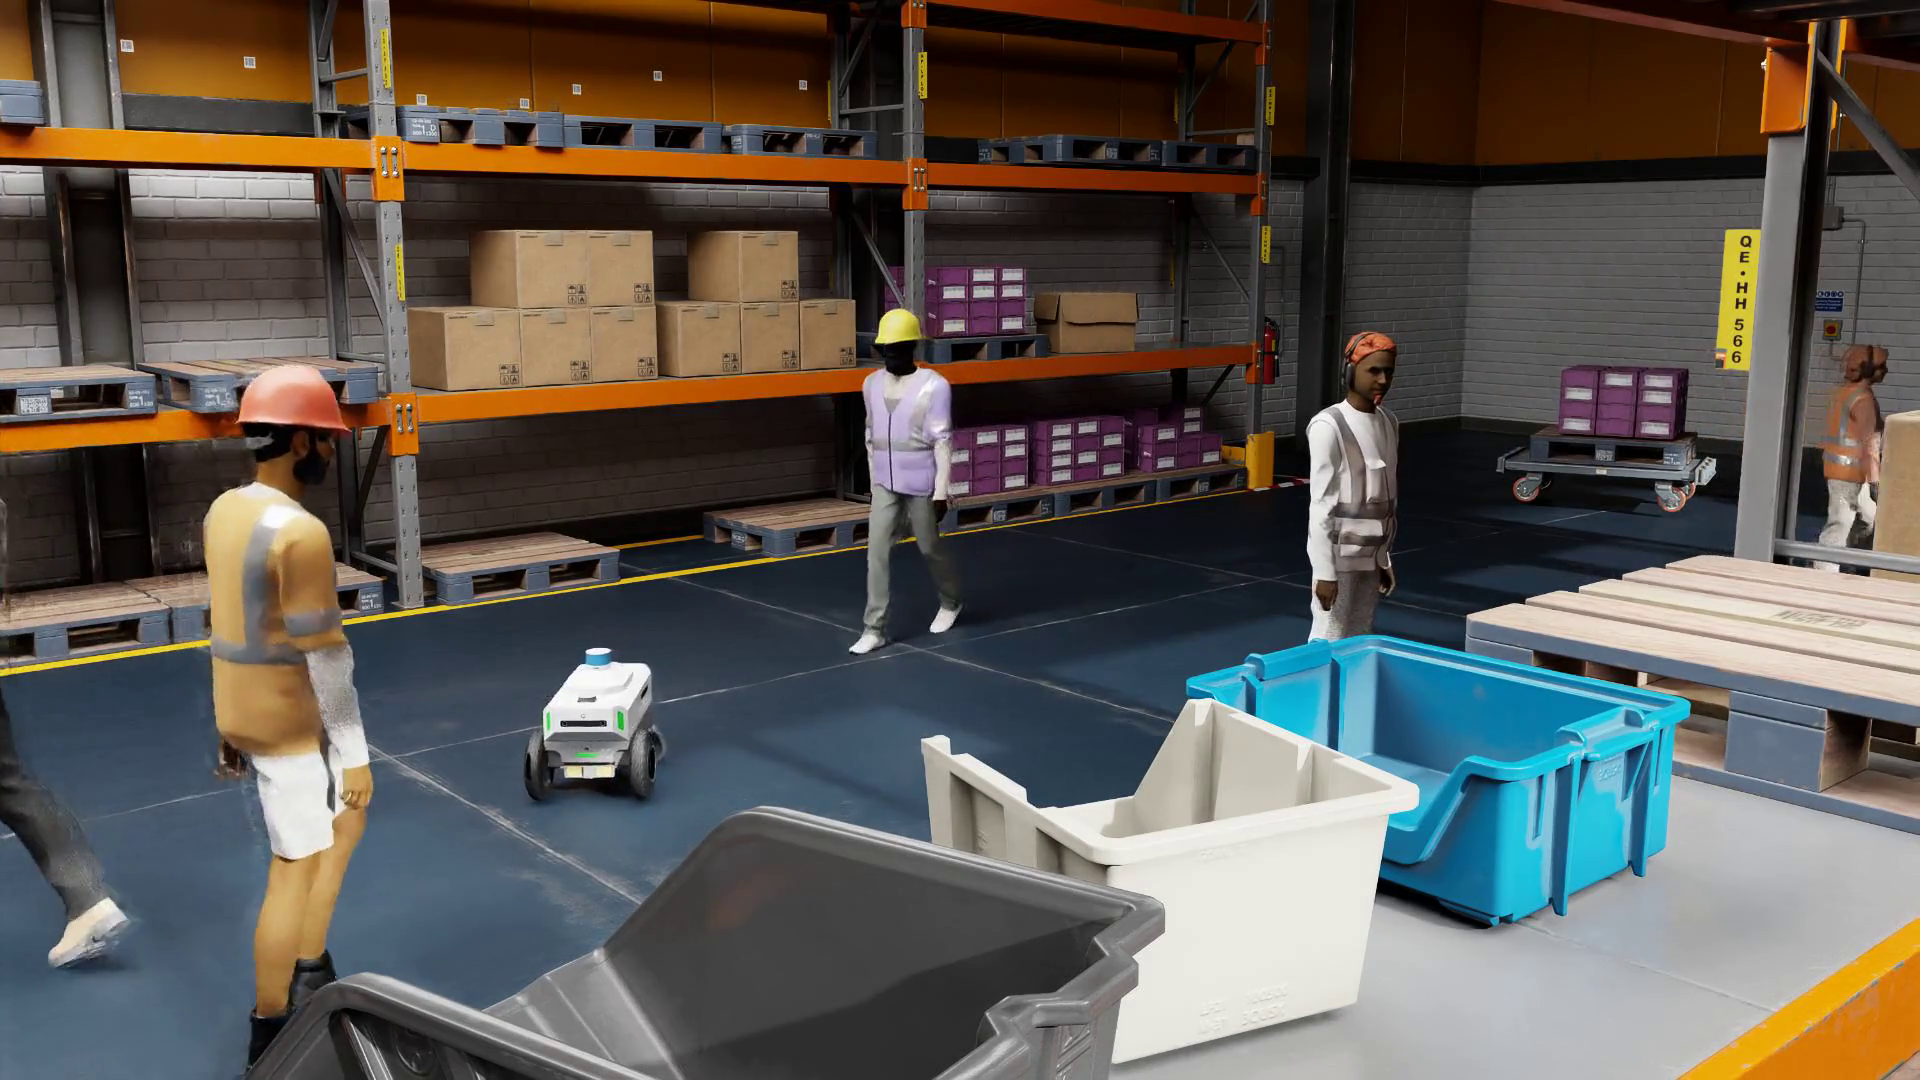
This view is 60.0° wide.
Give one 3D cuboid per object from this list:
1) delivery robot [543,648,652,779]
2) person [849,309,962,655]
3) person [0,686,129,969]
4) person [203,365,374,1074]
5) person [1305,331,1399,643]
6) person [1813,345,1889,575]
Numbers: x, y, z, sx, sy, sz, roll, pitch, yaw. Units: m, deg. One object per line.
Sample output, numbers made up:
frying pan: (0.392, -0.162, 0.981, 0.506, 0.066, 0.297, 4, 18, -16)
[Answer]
delivery robot: (-1.496, 0.692, 6.910, 0.477, 0.478, 0.707, 0, 10, -2)
person: (-0.275, -0.351, 9.302, 0.601, 1.887, 0.961, 6, 12, 30)
person: (-3.050, 0.444, 5.053, 0.939, 1.815, 0.507, 3, 11, 17)
person: (-1.757, 0.490, 4.499, 0.576, 1.910, 0.580, -9, 14, -42)
person: (1.613, 0.092, 6.817, 0.362, 1.883, 0.575, 9, 14, 42)
person: (5.457, -0.365, 10.103, 0.502, 1.623, 0.512, 4, 11, 21)
